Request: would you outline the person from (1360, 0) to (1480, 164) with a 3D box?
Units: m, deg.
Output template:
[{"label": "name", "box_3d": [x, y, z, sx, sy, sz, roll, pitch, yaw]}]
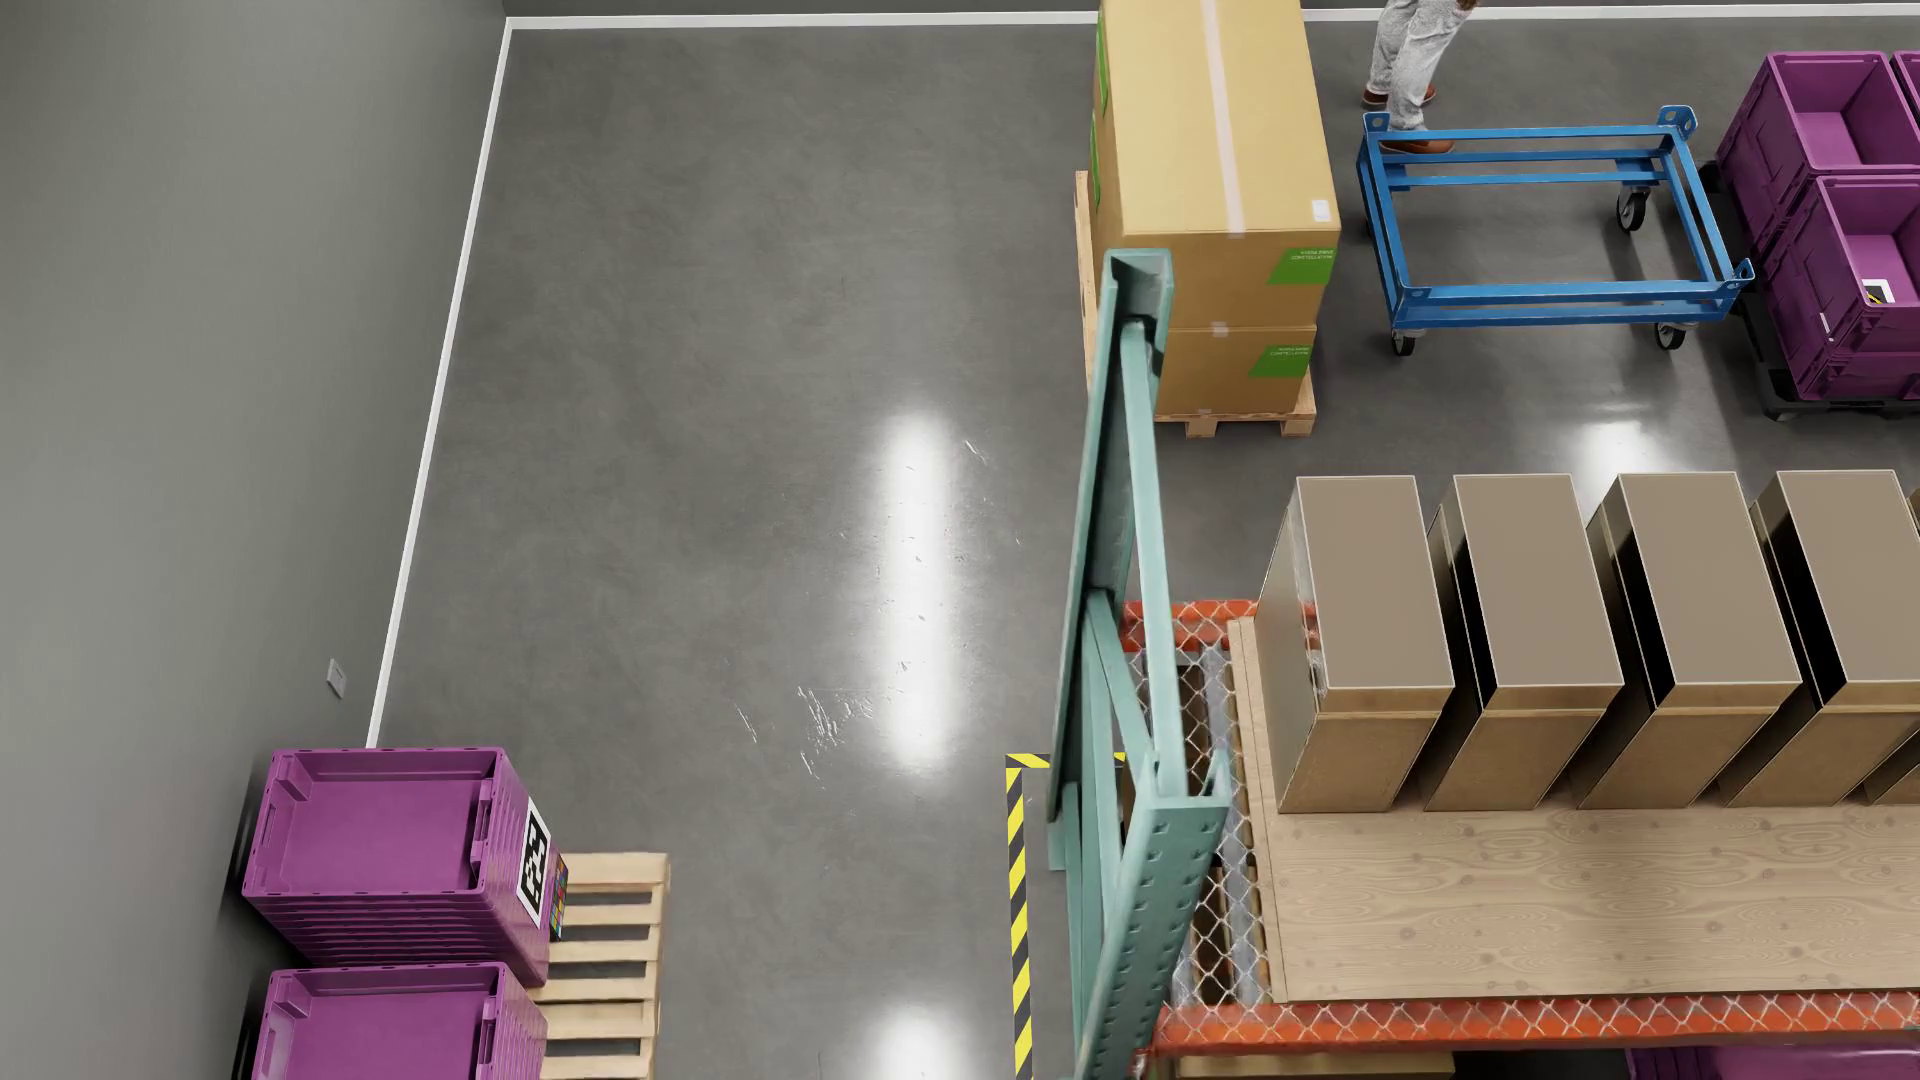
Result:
[{"label": "person", "box_3d": [1.828, -2.247, 6.081, 0.369, 1.938, 0.630, -1, 58, -1]}]
